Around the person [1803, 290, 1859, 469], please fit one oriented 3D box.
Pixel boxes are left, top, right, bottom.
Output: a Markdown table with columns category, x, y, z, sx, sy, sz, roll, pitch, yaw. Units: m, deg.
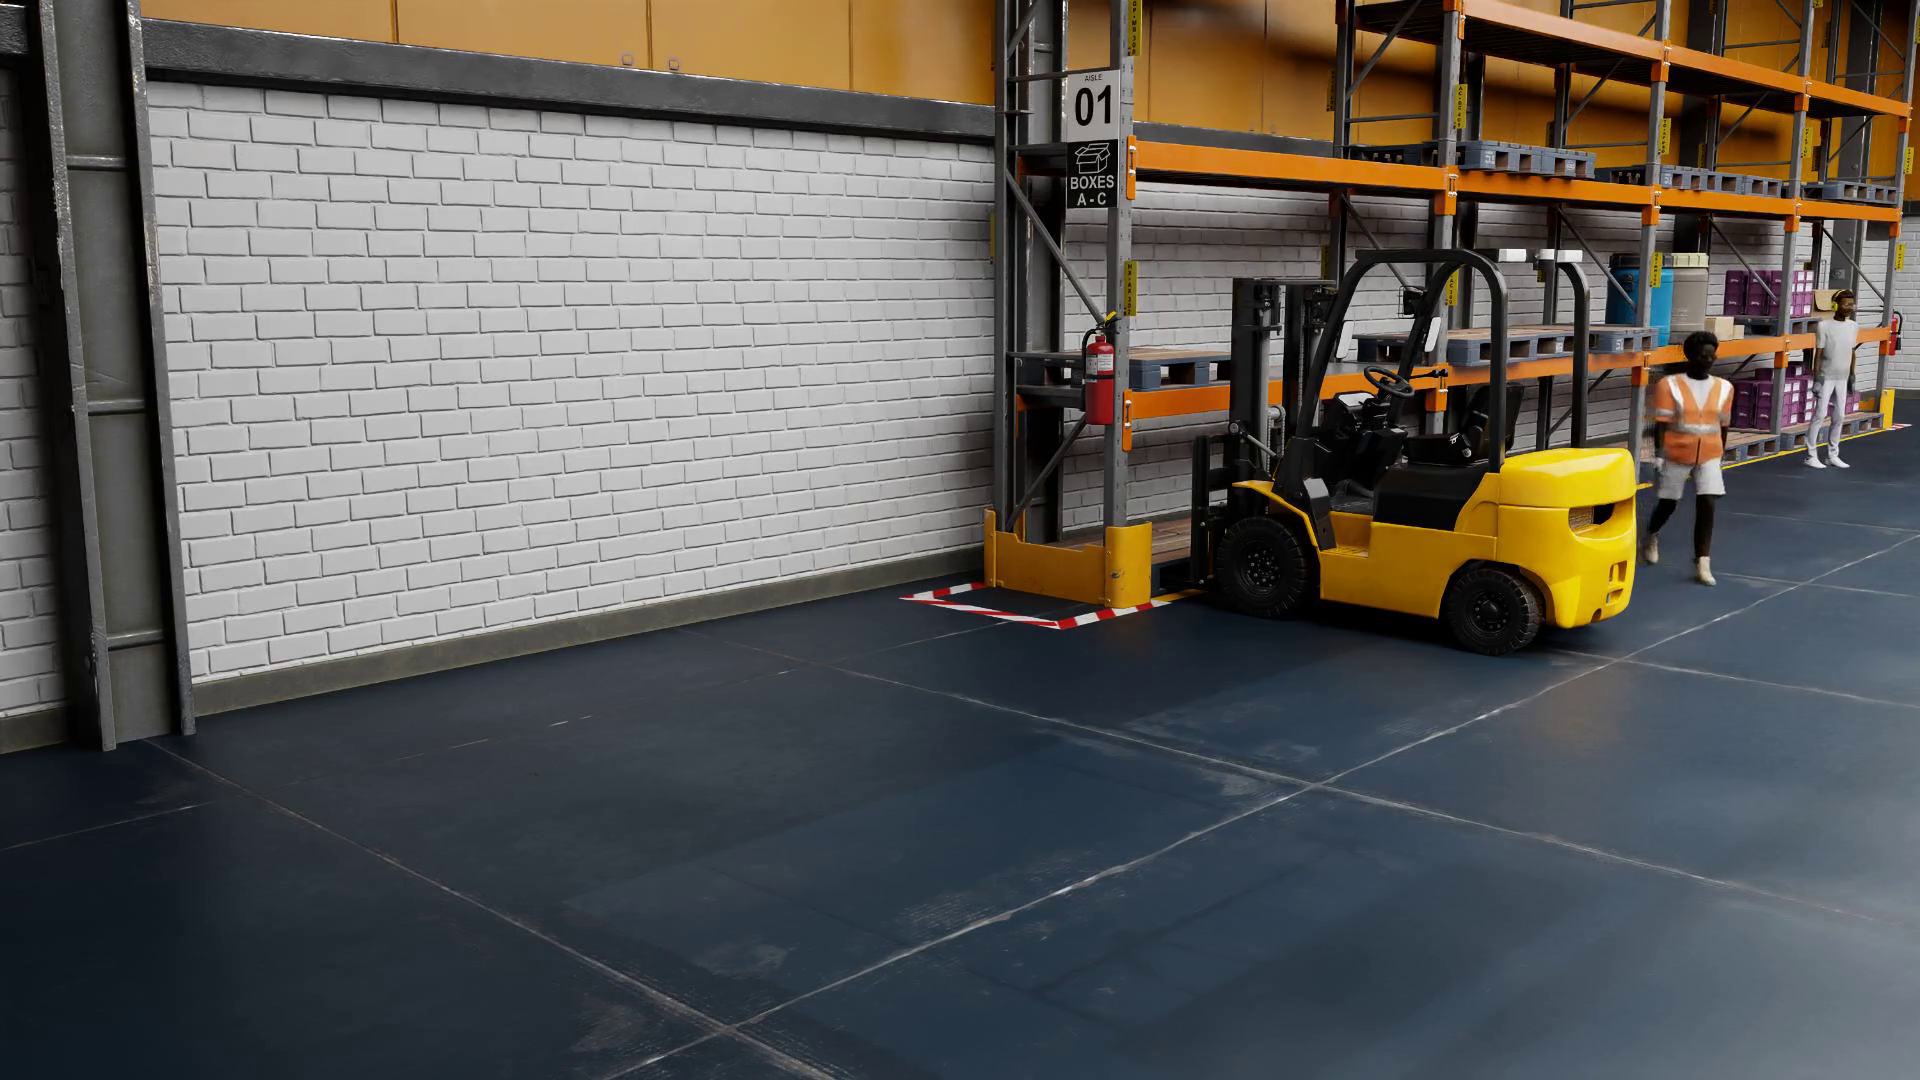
| category | x | y | z | sx | sy | sz | roll | pitch | yaw |
| --- | --- | --- | --- | --- | --- | --- | --- | --- | --- |
| person | 9.089 | -1.666 | 17.294 | 0.512 | 1.860 | 0.318 | -2 | 10 | -13 |

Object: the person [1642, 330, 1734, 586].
| category | x | y | z | sx | sy | sz | roll | pitch | yaw |
| --- | --- | --- | --- | --- | --- | --- | --- | --- | --- |
| person | 4.860 | -0.568 | 11.128 | 0.535 | 1.667 | 0.726 | 1 | 9 | 6 |

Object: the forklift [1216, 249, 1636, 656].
| category | x | y | z | sx | sy | sz | roll | pitch | yaw |
| --- | --- | --- | --- | --- | --- | --- | --- | --- | --- |
| forklift | 2.710 | -0.584 | 9.626 | 2.313 | 2.155 | 1.214 | 9 | 13 | 43 |
